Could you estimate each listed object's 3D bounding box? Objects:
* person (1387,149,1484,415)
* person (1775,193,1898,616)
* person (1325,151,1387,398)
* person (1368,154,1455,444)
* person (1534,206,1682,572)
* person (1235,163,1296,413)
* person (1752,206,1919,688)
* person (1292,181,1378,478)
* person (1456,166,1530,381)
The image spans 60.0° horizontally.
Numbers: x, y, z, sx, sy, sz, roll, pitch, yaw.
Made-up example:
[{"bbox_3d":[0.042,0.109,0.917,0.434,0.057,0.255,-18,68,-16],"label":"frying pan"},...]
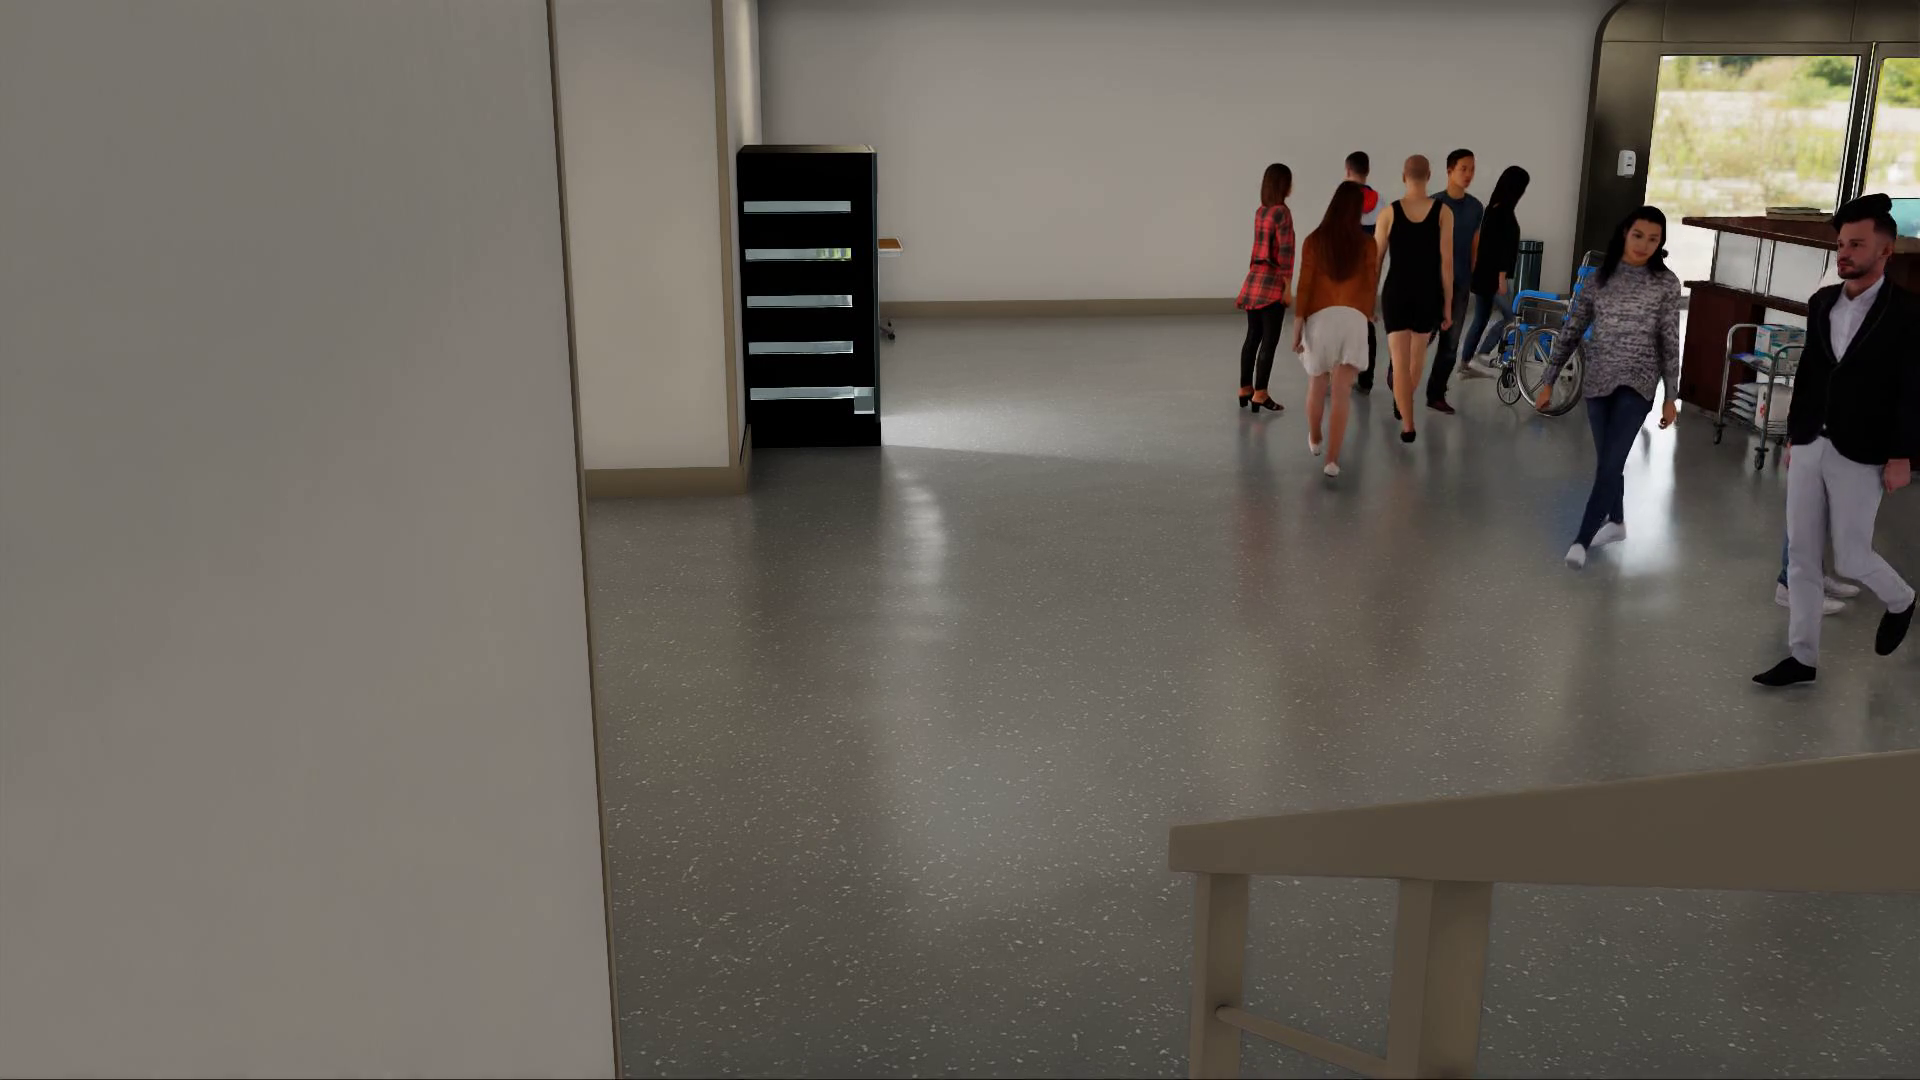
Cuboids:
[{"bbox_3d":[3.295,-1.780,11.511,0.763,1.789,0.961,-4,16,-12],"label":"person"},{"bbox_3d":[3.850,-0.609,7.308,0.789,1.816,0.734,14,21,40],"label":"person"},{"bbox_3d":[2.850,-1.912,12.033,0.708,1.759,0.678,-8,17,-25],"label":"person"},{"bbox_3d":[2.835,-1.460,10.443,0.843,1.753,1.238,2,16,8],"label":"person"},{"bbox_3d":[3.164,-0.697,7.878,1.203,1.676,1.267,14,21,41],"label":"person"},{"bbox_3d":[2.139,-1.753,11.580,0.712,1.699,0.556,-4,16,-14],"label":"person"},{"bbox_3d":[3.407,-0.329,6.303,0.940,1.822,1.015,-8,18,-26],"label":"person"},{"bbox_3d":[2.172,-1.160,9.547,0.843,1.660,1.232,3,16,9],"label":"person"},{"bbox_3d":[3.948,-1.978,12.537,0.699,1.613,0.576,-3,16,-11],"label":"person"}]
